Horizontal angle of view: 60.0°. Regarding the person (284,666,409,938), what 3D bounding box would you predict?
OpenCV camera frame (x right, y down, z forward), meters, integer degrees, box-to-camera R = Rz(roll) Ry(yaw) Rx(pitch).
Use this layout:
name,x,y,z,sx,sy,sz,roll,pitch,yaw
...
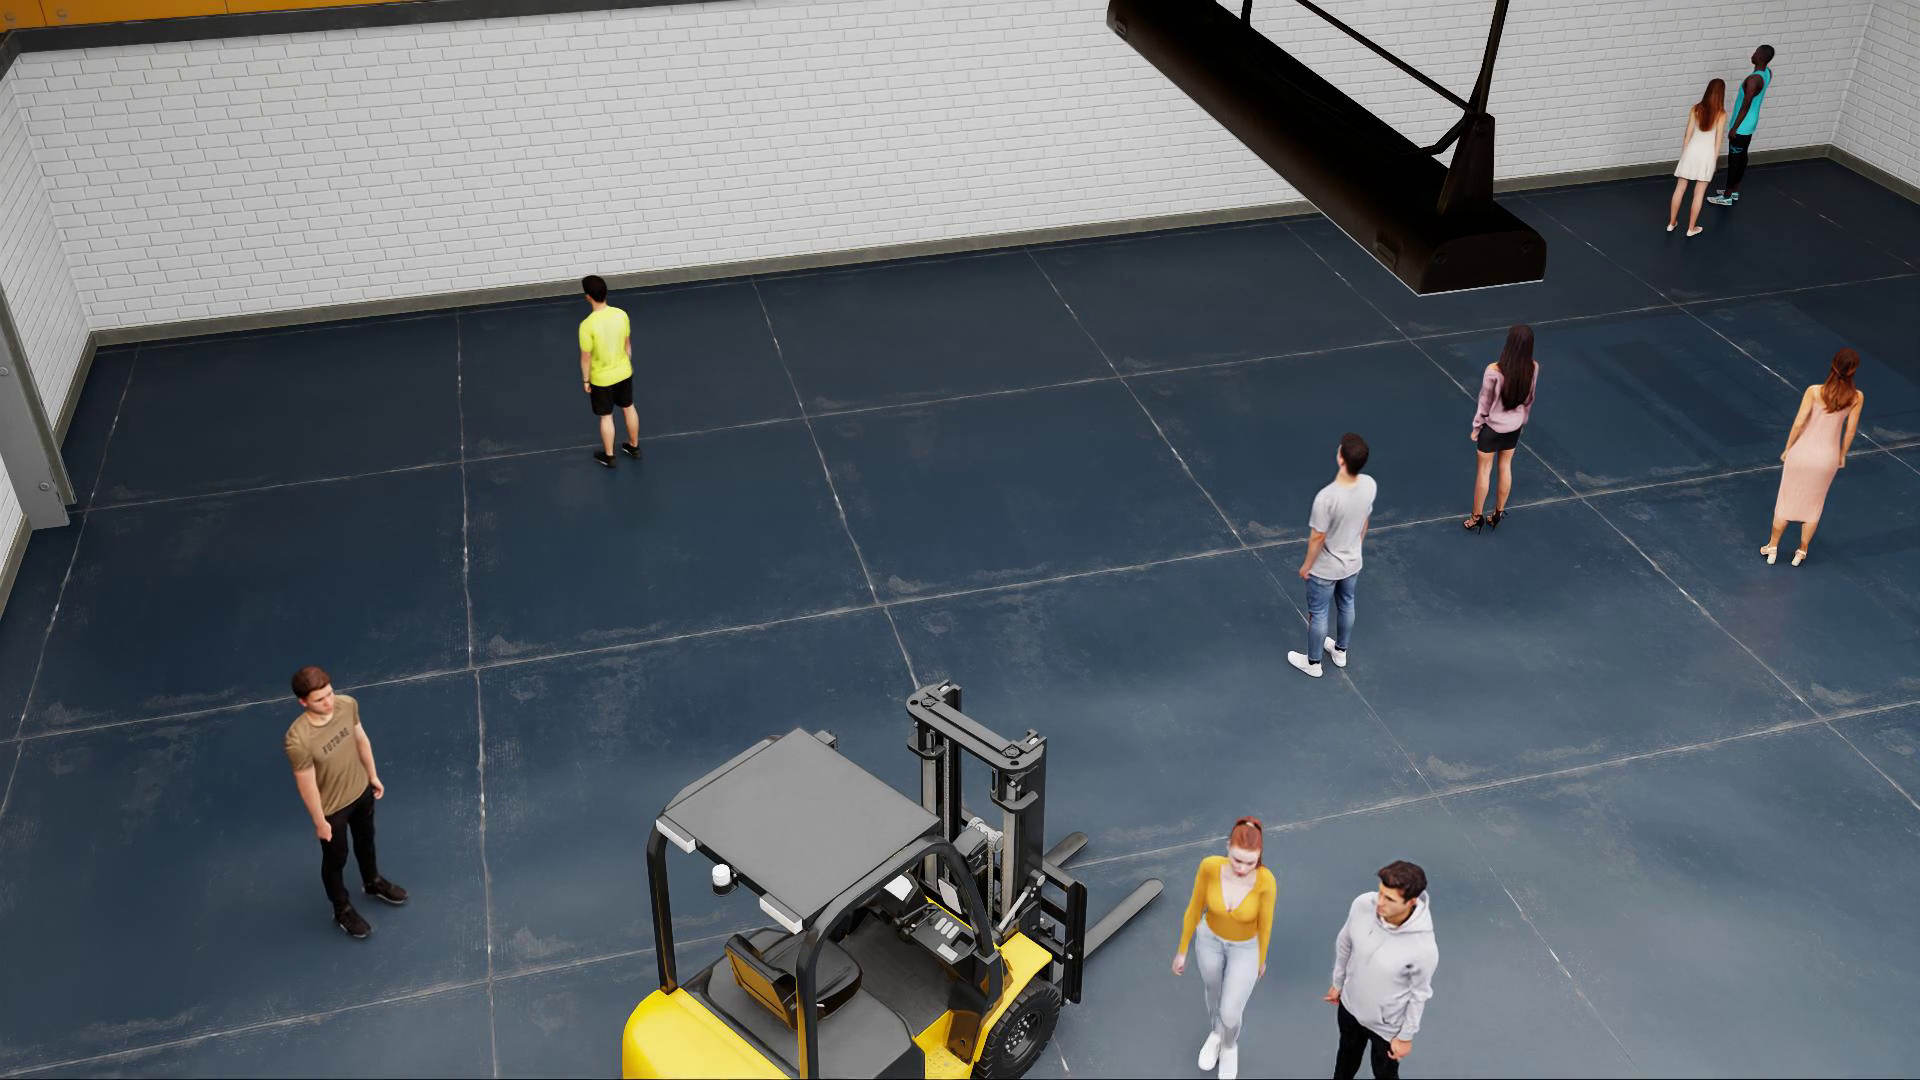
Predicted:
name,x,y,z,sx,sy,sz,roll,pitch,yaw
person,-3.545,1.448,9.483,0.798,1.848,0.722,15,36,21

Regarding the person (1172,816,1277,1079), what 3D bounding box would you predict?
name,x,y,z,sx,sy,sz,roll,pitch,yaw
person,1.414,2.063,8.657,0.725,1.737,0.777,16,37,22

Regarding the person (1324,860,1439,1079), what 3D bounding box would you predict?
name,x,y,z,sx,sy,sz,roll,pitch,yaw
person,2.057,2.274,8.167,0.818,1.929,0.672,-24,40,-31

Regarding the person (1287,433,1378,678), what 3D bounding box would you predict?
name,x,y,z,sx,sy,sz,roll,pitch,yaw
person,2.594,0.104,11.465,0.726,1.890,0.662,-18,38,-25

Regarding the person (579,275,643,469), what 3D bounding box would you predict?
name,x,y,z,sx,sy,sz,roll,pitch,yaw
person,-2.918,-1.419,13.920,0.696,1.709,0.674,-25,41,-32

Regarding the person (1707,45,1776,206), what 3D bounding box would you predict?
name,x,y,z,sx,sy,sz,roll,pitch,yaw
person,8.843,-4.675,18.727,0.682,1.811,0.676,28,43,35

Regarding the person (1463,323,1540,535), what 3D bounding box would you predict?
name,x,y,z,sx,sy,sz,roll,pitch,yaw
person,4.224,-0.861,12.988,0.631,1.812,0.531,-7,34,-10

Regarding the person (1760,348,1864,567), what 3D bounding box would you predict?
name,x,y,z,sx,sy,sz,roll,pitch,yaw
person,6.472,-0.623,12.612,0.674,1.831,0.686,10,35,14

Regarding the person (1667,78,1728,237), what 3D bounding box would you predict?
name,x,y,z,sx,sy,sz,roll,pitch,yaw
person,8.011,-4.158,18.040,0.627,1.711,0.713,27,42,34
